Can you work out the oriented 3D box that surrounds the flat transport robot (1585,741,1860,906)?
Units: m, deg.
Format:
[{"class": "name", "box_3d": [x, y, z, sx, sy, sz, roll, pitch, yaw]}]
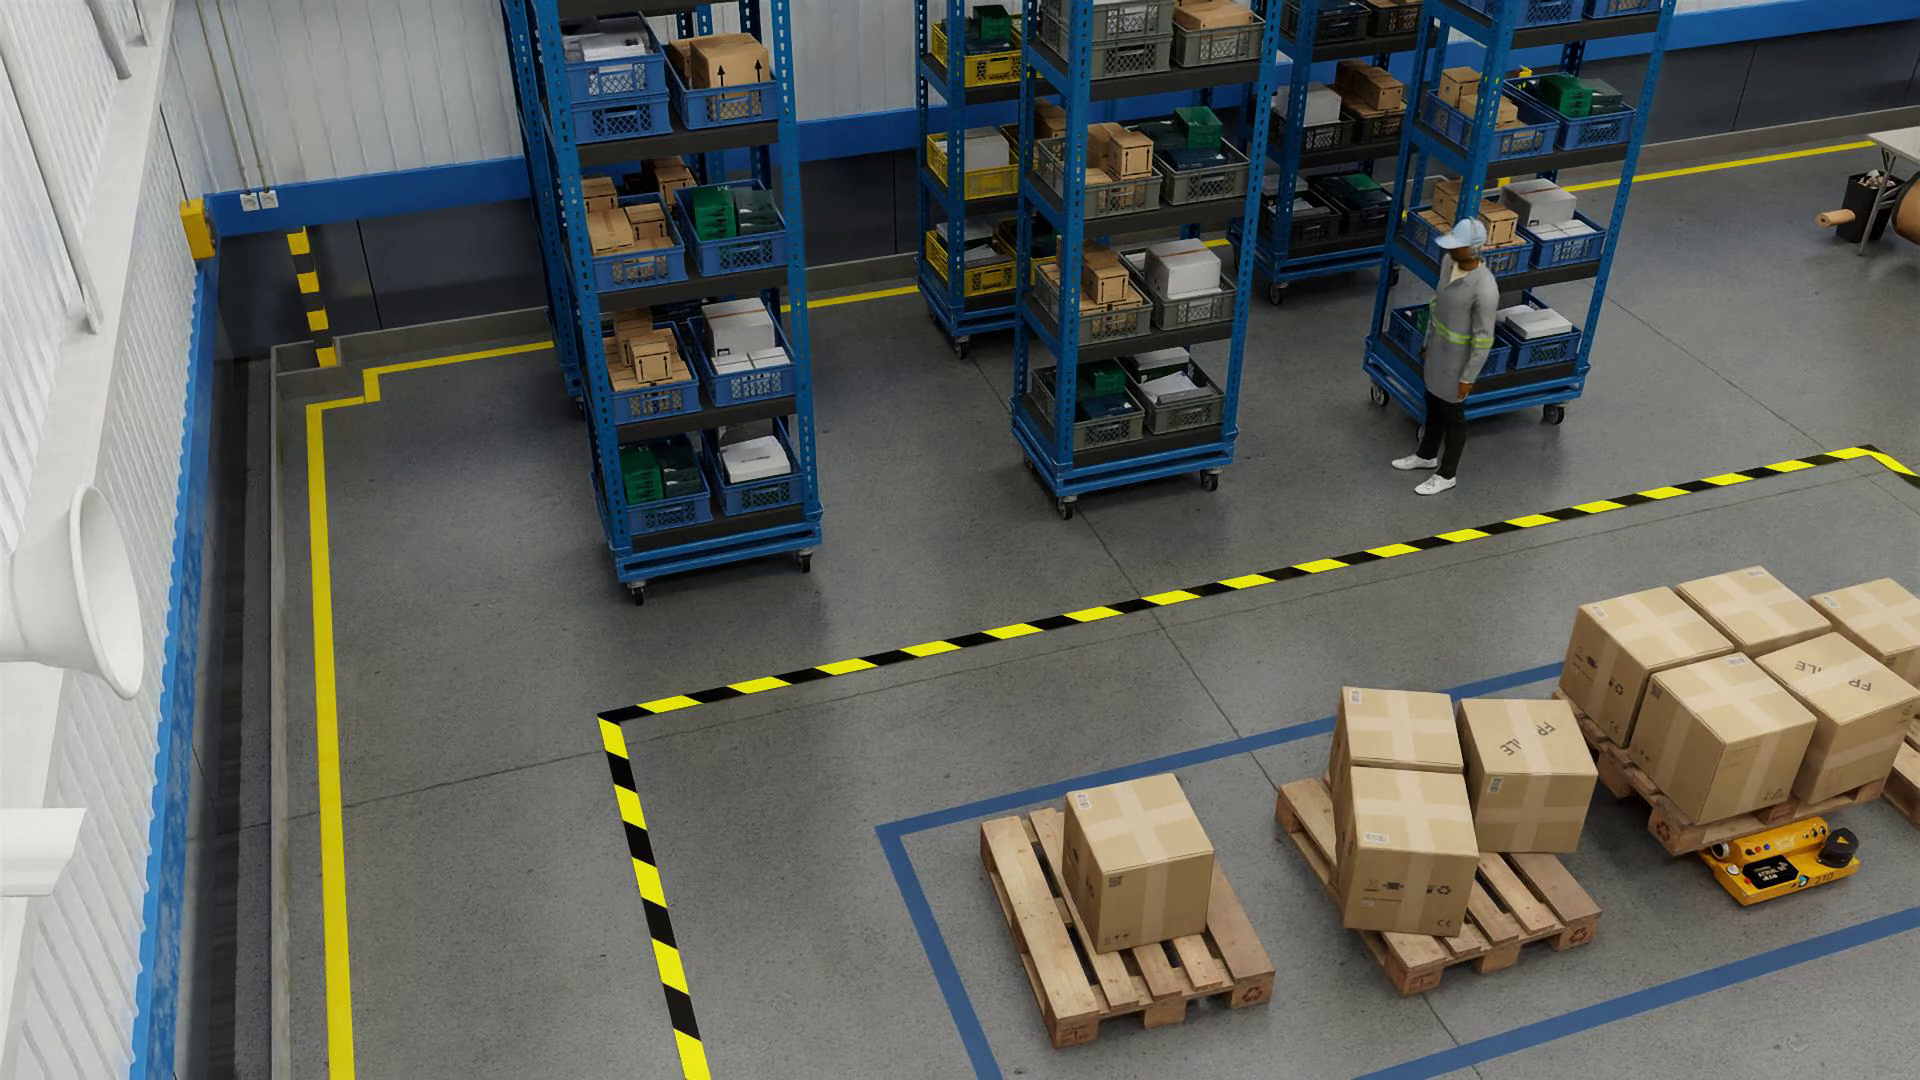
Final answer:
[{"class": "flat transport robot", "box_3d": [3.738, 1.188, 8.347, 0.652, 0.197, 1.431, -11, 37, -15]}]

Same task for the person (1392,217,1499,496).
[{"class": "person", "box_3d": [3.008, -1.136, 10.293, 0.395, 1.849, 0.596, -8, 36, -11]}]
